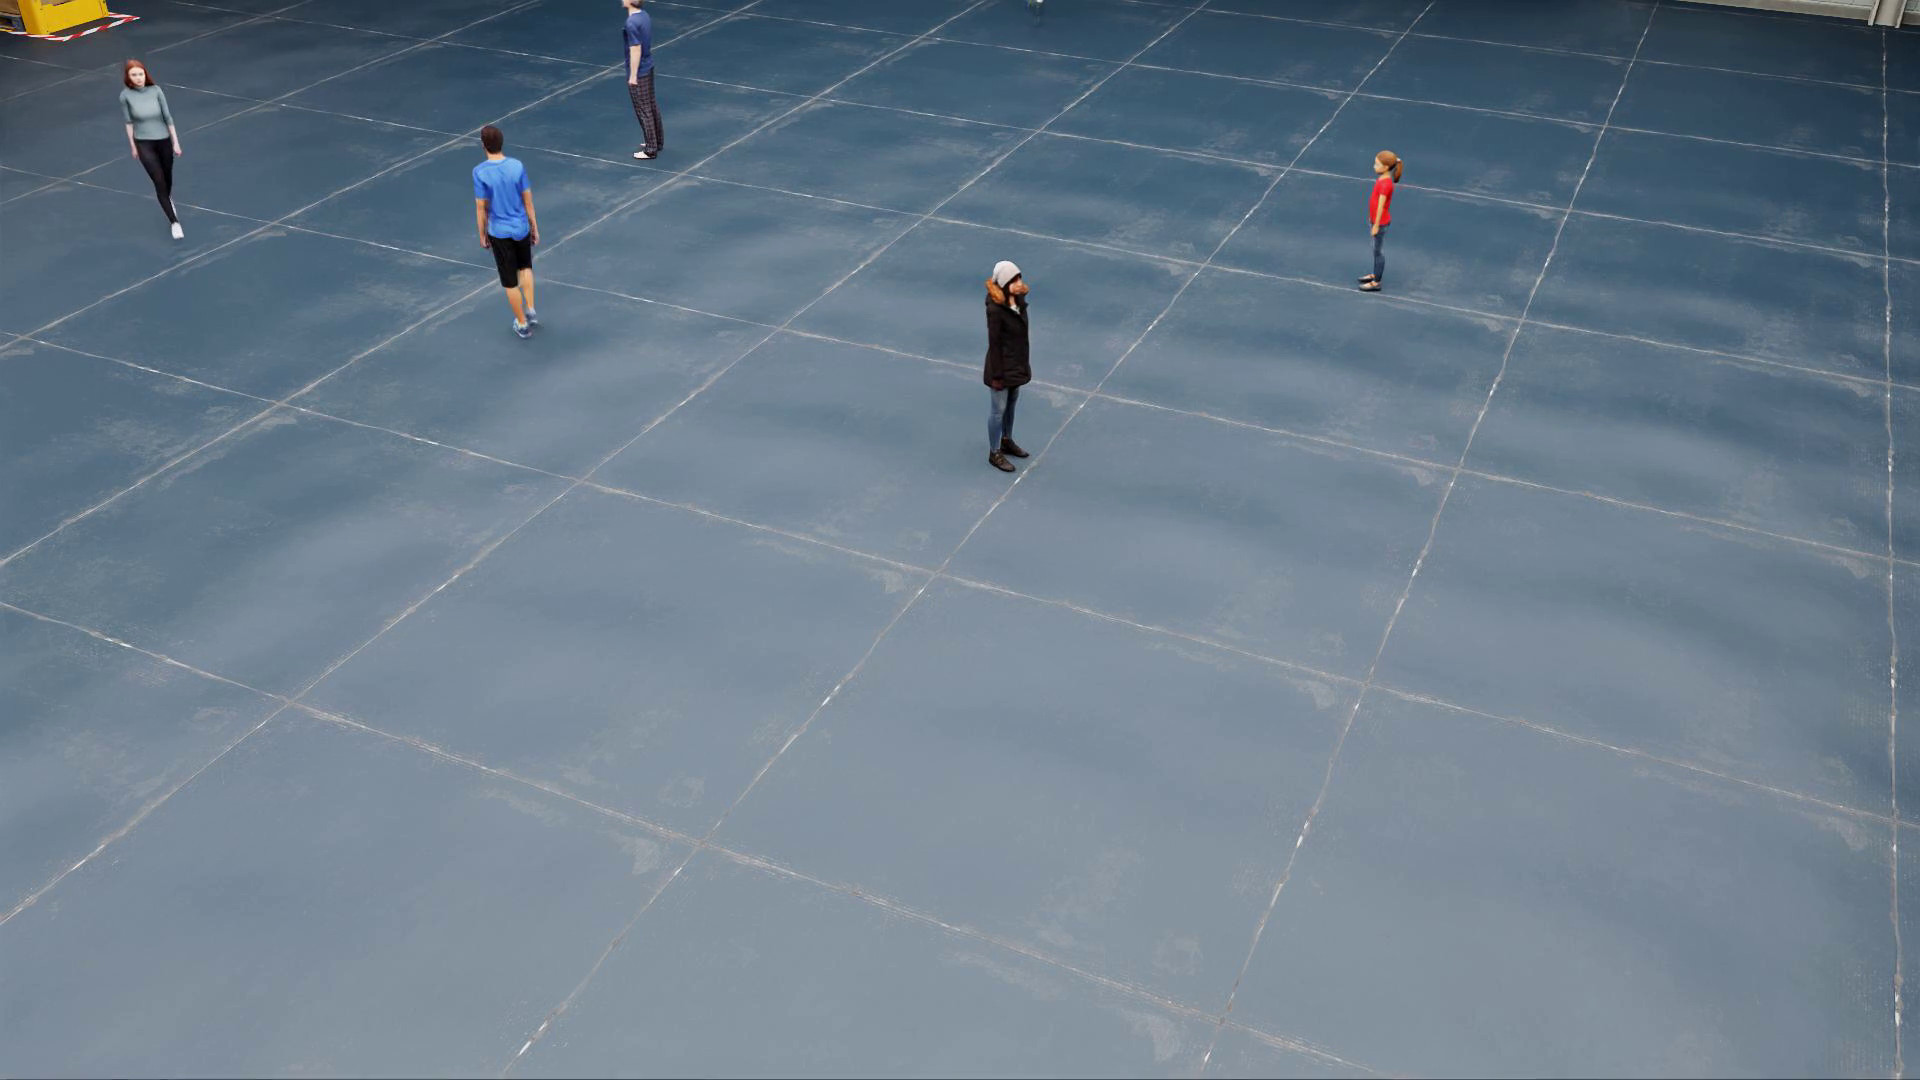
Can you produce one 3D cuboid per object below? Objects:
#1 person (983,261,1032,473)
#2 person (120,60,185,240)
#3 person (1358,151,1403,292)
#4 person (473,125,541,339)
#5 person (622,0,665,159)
[{"bbox_3d":[0.346,-1.322,12.453,0.627,1.634,0.643,18,36,26],"label":"person"},{"bbox_3d":[-7.977,-3.900,16.475,1.021,1.702,1.228,-19,37,-27],"label":"person"},{"bbox_3d":[3.885,-2.948,15.337,0.547,1.307,0.519,3,32,5],"label":"person"},{"bbox_3d":[-3.843,-2.602,14.275,0.767,1.855,0.810,-17,36,-24],"label":"person"},{"bbox_3d":[-3.517,-5.165,18.324,0.638,1.871,0.717,5,33,8],"label":"person"}]
